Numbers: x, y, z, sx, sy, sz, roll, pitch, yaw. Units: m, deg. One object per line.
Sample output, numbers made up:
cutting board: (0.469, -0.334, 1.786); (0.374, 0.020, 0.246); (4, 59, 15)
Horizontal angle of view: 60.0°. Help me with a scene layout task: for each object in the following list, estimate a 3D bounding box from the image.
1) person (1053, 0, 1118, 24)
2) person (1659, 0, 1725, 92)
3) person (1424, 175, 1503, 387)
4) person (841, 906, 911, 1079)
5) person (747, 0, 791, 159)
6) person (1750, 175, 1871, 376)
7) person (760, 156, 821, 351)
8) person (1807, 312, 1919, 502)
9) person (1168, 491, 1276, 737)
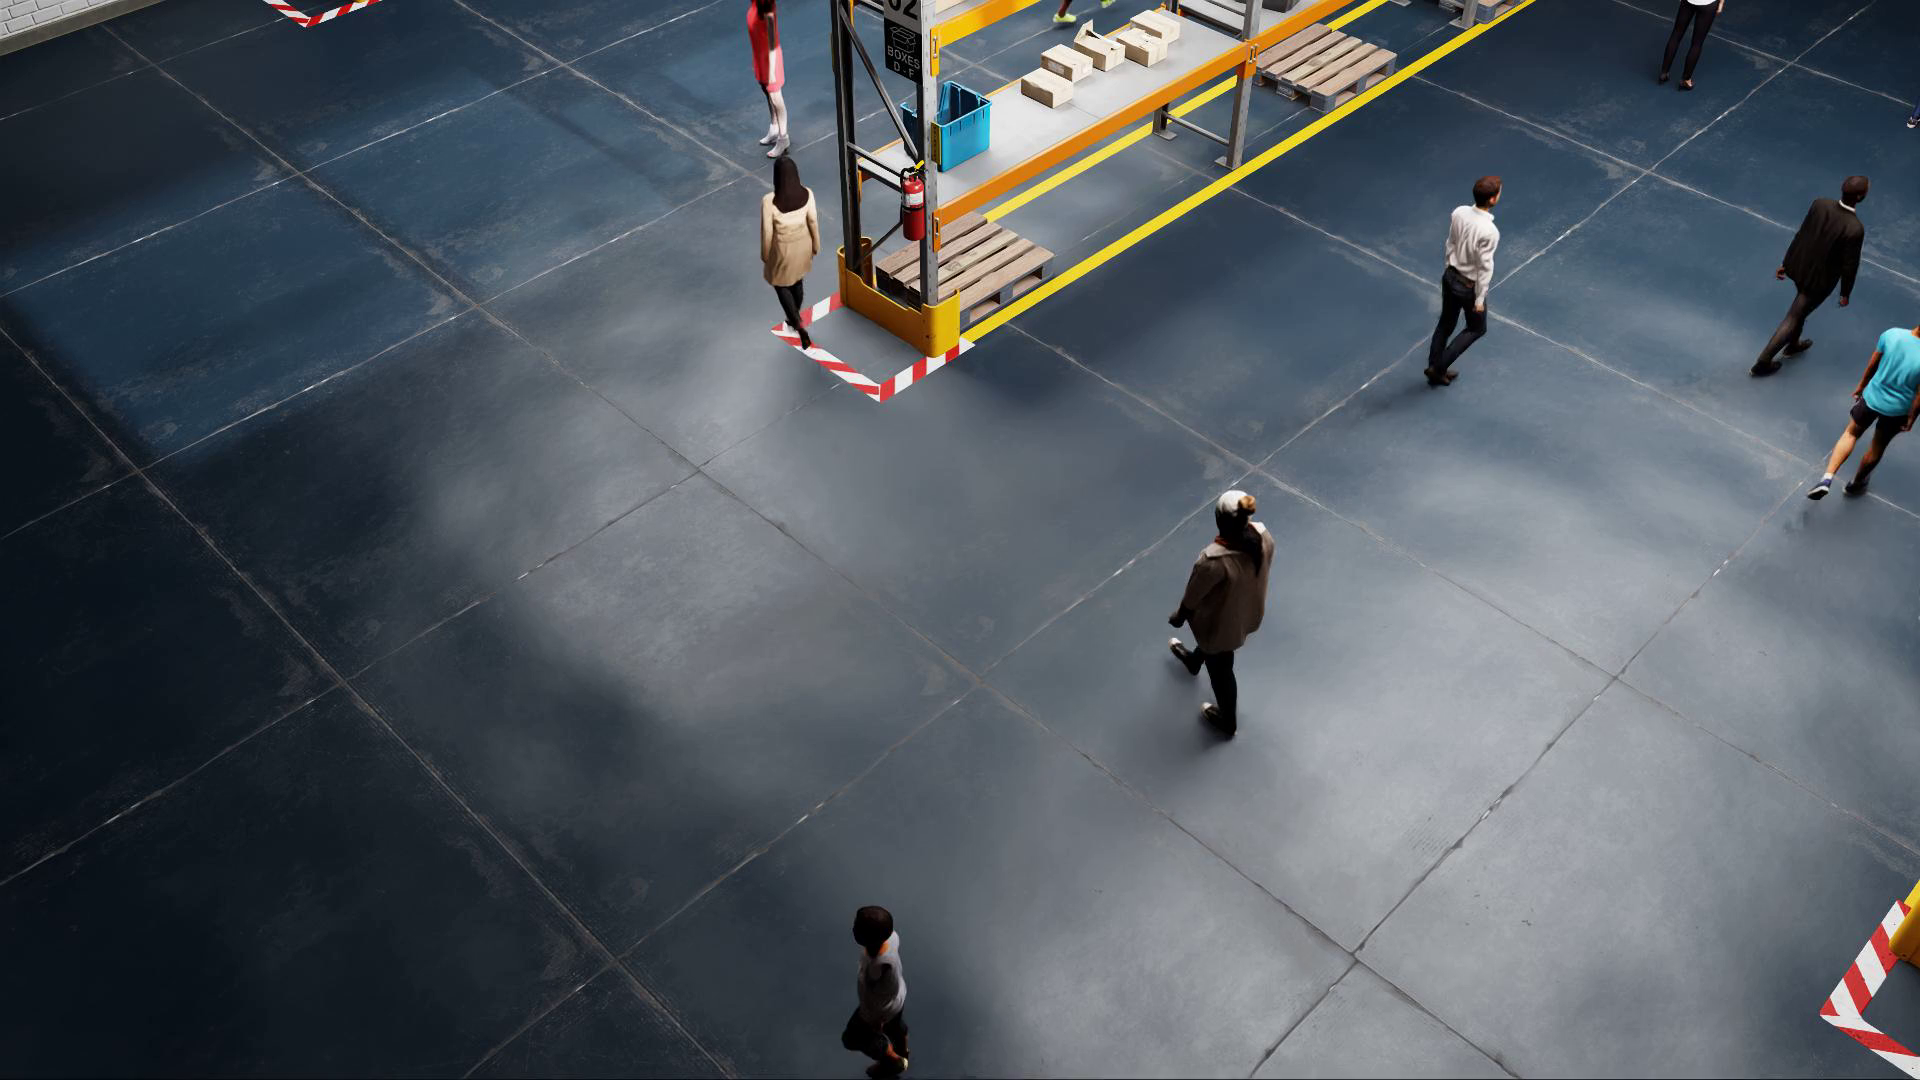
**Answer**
person: (1.260, -6.185, 17.276); (1.200, 1.701, 0.785); (-23, 48, -22)
person: (7.217, -5.251, 16.228); (0.598, 1.795, 0.500); (34, 53, 30)
person: (3.773, -1.915, 12.677); (0.772, 1.863, 0.778); (-19, 47, -19)
person: (-0.345, 2.313, 8.542); (0.766, 1.446, 0.701); (2, 44, 2)
person: (-1.752, -4.404, 15.318); (0.640, 1.824, 0.655); (-14, 45, -14)
person: (6.506, -2.001, 12.827); (1.044, 1.781, 0.925); (-14, 45, -14)
person: (-1.316, -2.235, 13.156); (0.947, 1.666, 0.888); (-19, 47, -19)
person: (6.483, -0.929, 11.716); (0.932, 1.761, 0.635); (-33, 52, -30)
person: (1.689, 0.475, 10.167); (0.948, 1.864, 0.764); (-33, 52, -29)
